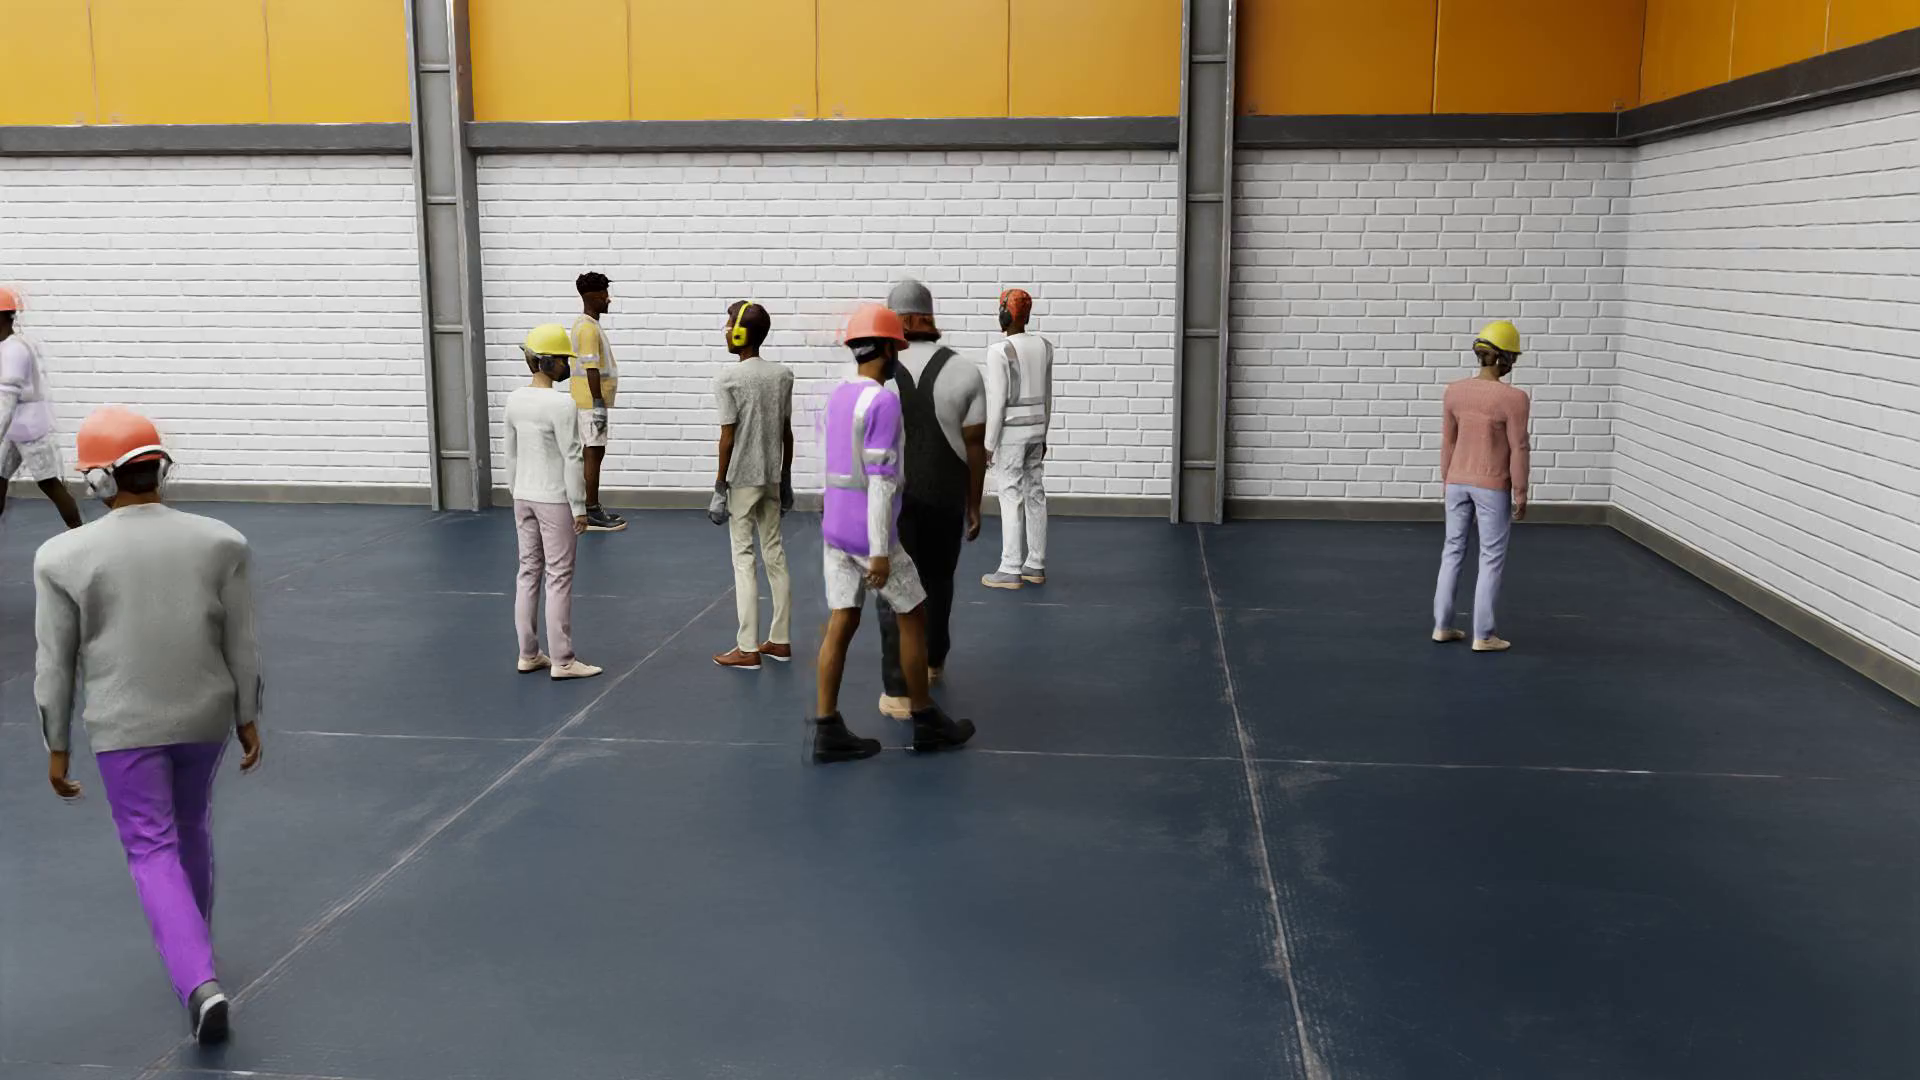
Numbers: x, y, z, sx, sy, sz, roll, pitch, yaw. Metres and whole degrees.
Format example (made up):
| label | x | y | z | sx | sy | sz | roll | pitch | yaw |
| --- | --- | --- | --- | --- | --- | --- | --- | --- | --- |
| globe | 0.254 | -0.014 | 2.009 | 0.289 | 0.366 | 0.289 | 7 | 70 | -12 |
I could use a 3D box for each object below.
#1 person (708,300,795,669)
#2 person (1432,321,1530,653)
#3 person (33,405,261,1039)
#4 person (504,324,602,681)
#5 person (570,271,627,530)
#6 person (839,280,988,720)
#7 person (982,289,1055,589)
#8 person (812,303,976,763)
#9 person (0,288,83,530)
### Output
| label | x | y | z | sx | sy | sz | roll | pitch | yaw |
| --- | --- | --- | --- | --- | --- | --- | --- | --- | --- |
| person | -1.065 | -0.278 | 8.490 | 0.321 | 1.873 | 0.532 | 9 | 13 | 41 |
| person | 2.786 | -0.279 | 8.832 | 0.342 | 1.756 | 0.534 | -8 | 12 | -37 |
| person | -2.202 | 0.486 | 4.590 | 0.566 | 1.711 | 0.851 | -9 | 13 | -42 |
| person | -2.036 | -0.188 | 8.280 | 0.533 | 1.764 | 0.322 | 8 | 13 | 38 |
| person | -2.780 | -1.058 | 12.681 | 0.367 | 1.966 | 0.607 | -3 | 10 | -17 |
| person | -0.244 | -0.244 | 7.809 | 0.707 | 2.000 | 1.000 | -1 | 10 | -6 |
| person | 0.356 | -0.633 | 10.489 | 0.354 | 1.883 | 0.573 | 9 | 13 | 43 |
| person | -0.302 | -0.032 | 6.995 | 0.863 | 1.896 | 0.574 | -6 | 12 | -31 |
| person | -6.284 | -0.721 | 10.973 | 0.982 | 1.882 | 0.563 | -8 | 13 | -38 |
